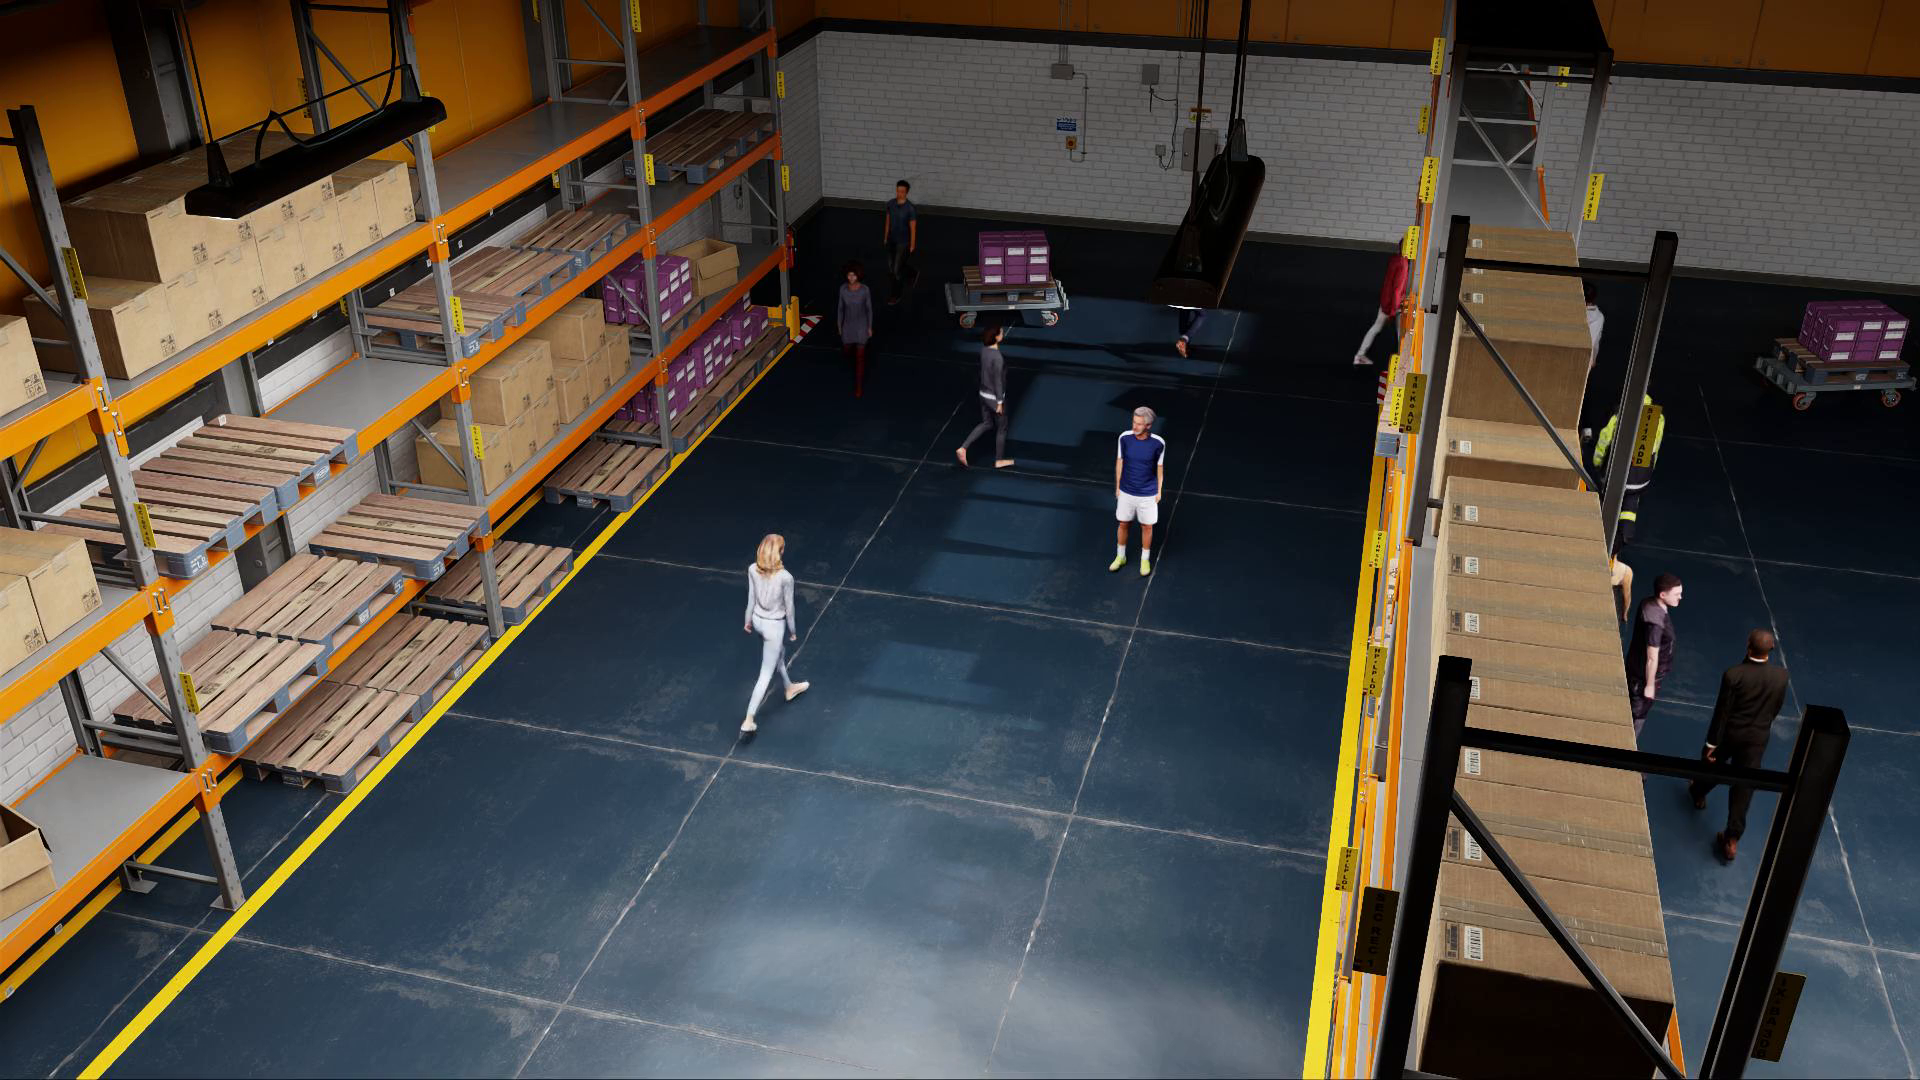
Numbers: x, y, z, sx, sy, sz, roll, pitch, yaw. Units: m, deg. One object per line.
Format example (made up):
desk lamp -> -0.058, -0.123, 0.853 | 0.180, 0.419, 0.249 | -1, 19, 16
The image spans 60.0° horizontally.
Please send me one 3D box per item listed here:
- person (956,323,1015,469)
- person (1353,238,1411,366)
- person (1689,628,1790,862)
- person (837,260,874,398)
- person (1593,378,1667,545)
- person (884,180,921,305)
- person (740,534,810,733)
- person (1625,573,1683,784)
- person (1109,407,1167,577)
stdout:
person -> 0.289, -1.589, 18.658 | 1.030, 1.748, 0.952 | -17, 33, -28
person -> 5.434, -2.987, 21.195 | 1.072, 1.772, 1.236 | -2, 29, -3
person -> 6.004, 1.577, 12.737 | 0.752, 1.859, 1.237 | 4, 29, 8
person -> -1.285, -2.661, 20.676 | 0.651, 1.696, 0.912 | 5, 29, 9
person -> 6.788, -0.745, 16.885 | 0.832, 1.964, 0.797 | 2, 29, 4
person -> -0.790, -4.222, 23.452 | 0.921, 1.779, 1.076 | 23, 36, 35
person -> -1.679, 0.831, 14.223 | 0.908, 1.746, 1.287 | 16, 32, 26
person -> 5.610, 1.088, 13.649 | 0.777, 1.845, 0.521 | 9, 30, 16
person -> 1.783, -0.515, 16.596 | 0.628, 1.836, 0.538 | 8, 30, 15
